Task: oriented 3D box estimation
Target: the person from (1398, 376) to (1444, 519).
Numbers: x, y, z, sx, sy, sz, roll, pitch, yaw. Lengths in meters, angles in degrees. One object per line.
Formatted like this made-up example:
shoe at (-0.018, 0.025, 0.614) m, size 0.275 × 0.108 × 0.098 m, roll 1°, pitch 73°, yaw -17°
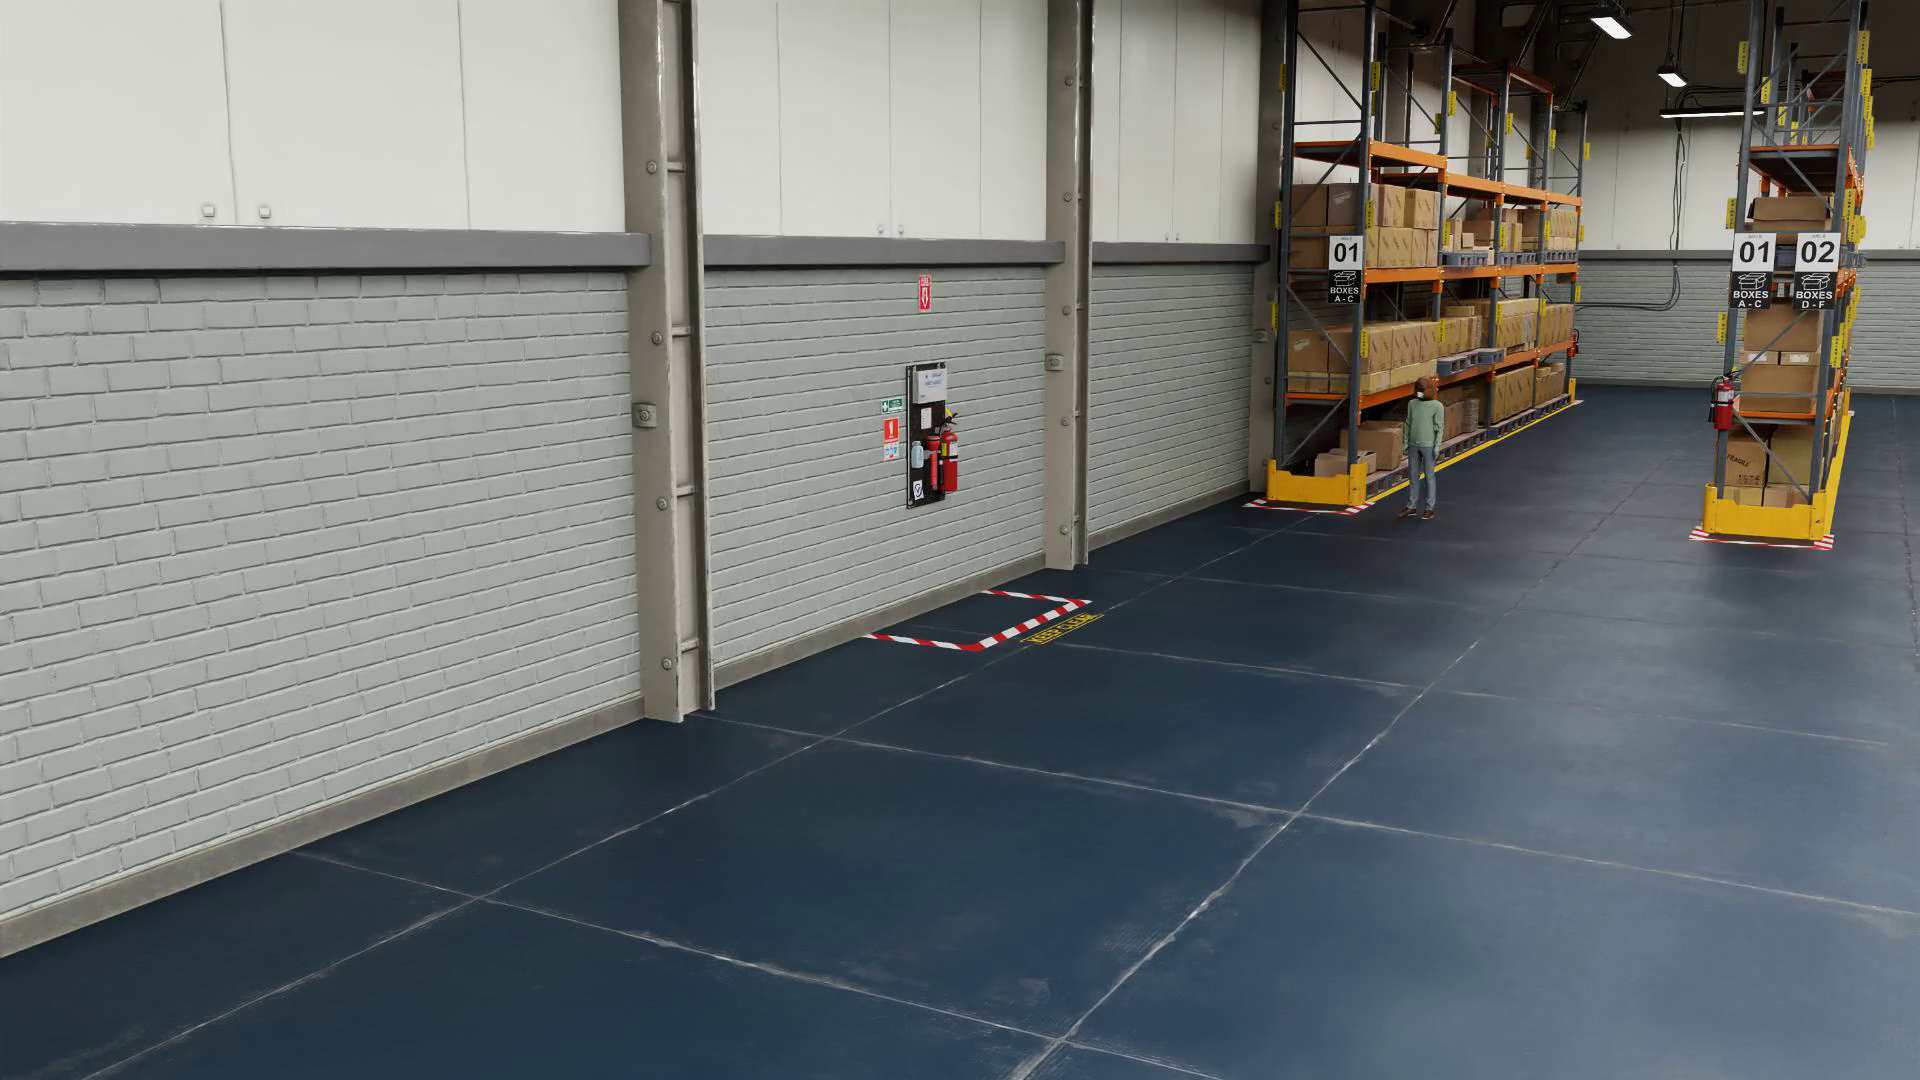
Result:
person at (5.288, -1.060, 19.038) m, size 0.287 × 1.633 × 0.497 m, roll -8°, pitch 12°, yaw -38°
